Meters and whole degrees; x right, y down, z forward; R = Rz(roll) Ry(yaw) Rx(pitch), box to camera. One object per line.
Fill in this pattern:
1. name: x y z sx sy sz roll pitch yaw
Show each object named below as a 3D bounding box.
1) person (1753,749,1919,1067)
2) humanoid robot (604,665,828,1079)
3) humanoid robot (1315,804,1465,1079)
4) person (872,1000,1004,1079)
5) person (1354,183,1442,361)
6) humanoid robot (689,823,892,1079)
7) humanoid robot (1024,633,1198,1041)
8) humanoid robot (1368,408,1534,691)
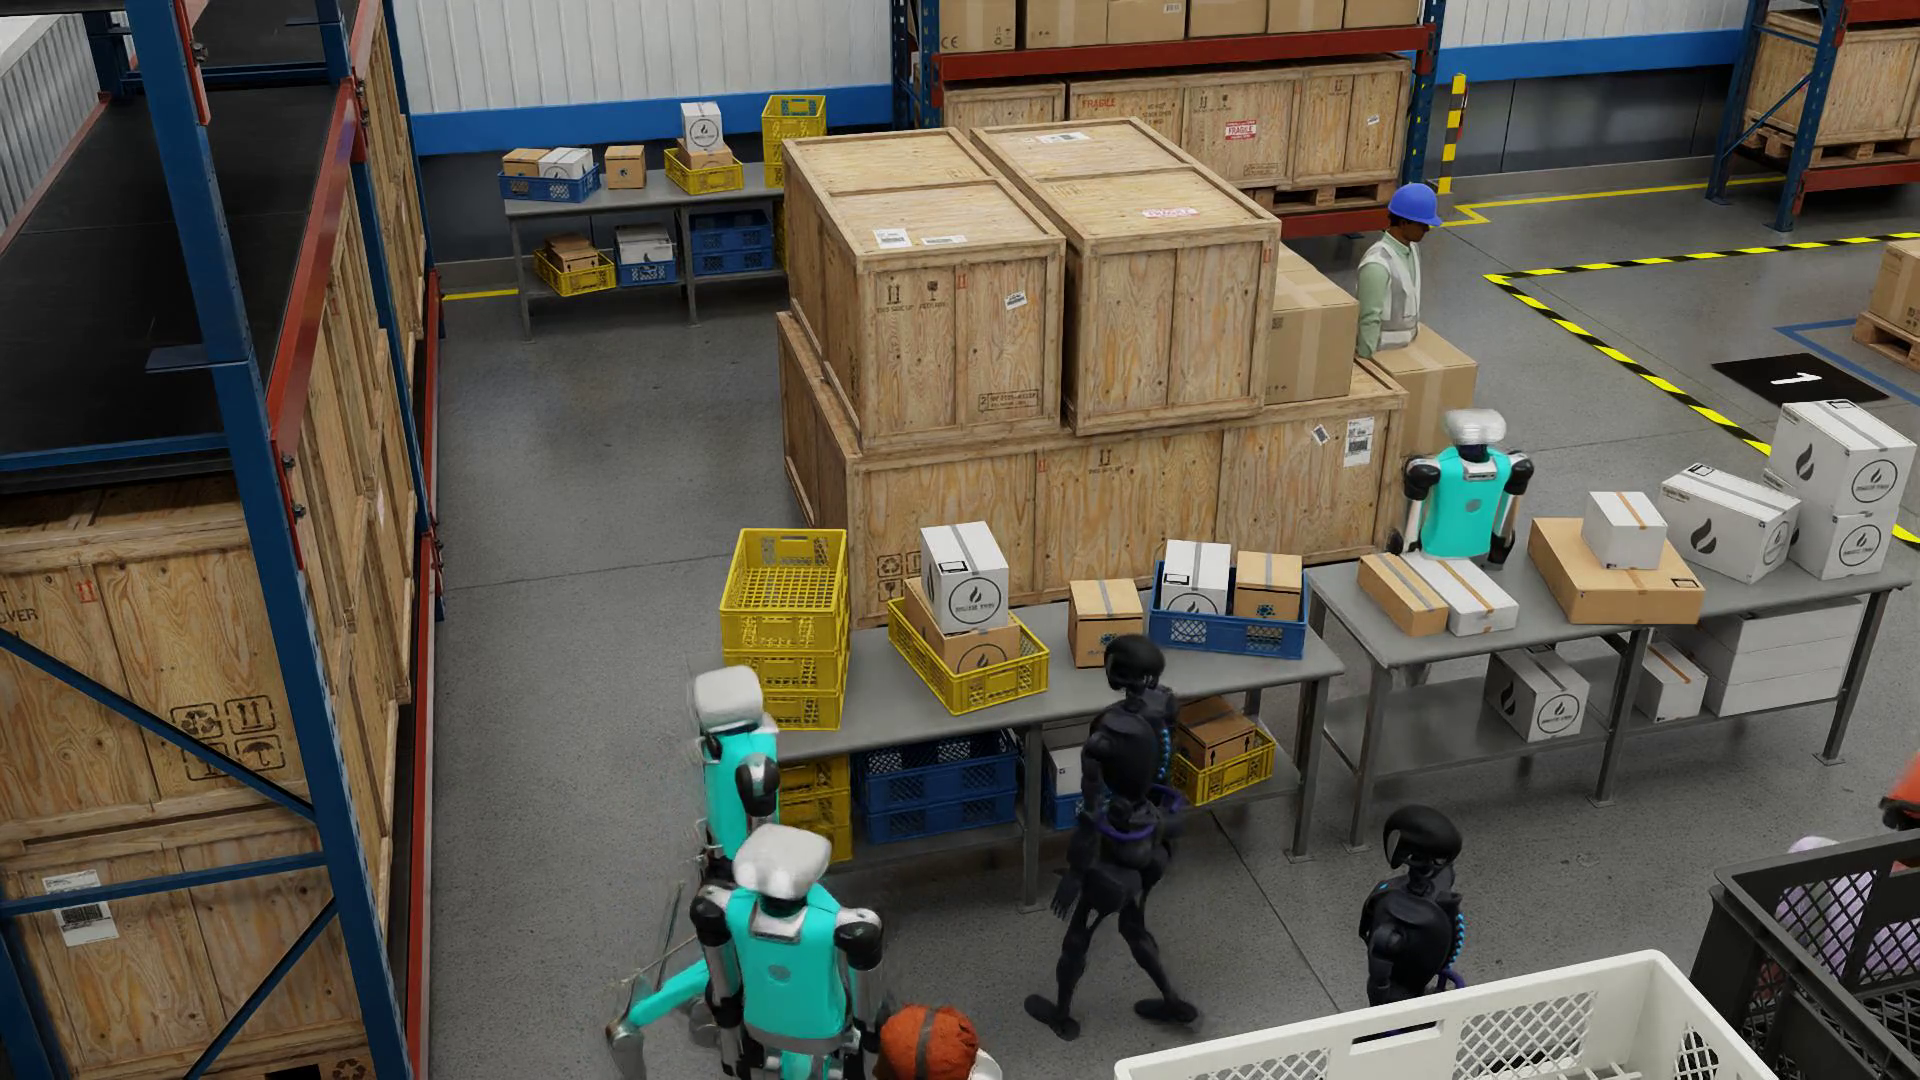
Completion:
1. person: 2.518 1.433 4.696 0.607 2.033 0.407 25 37 37
2. humanoid robot: -0.890 1.245 5.396 1.046 1.771 0.551 -11 31 -19
3. humanoid robot: 1.295 1.481 4.954 0.315 1.657 0.599 19 34 30
4. person: -0.047 1.868 4.054 0.392 1.885 0.618 4 29 8
5. person: 2.370 -1.049 9.300 0.414 1.935 0.612 18 34 29
6. humanoid robot: -0.406 1.483 4.960 0.534 1.833 0.720 6 29 11
7. humanoid robot: 0.573 1.052 5.780 0.556 1.627 0.589 21 35 33
8. humanoid robot: 2.034 0.212 7.321 0.530 1.904 0.755 -4 29 -7
